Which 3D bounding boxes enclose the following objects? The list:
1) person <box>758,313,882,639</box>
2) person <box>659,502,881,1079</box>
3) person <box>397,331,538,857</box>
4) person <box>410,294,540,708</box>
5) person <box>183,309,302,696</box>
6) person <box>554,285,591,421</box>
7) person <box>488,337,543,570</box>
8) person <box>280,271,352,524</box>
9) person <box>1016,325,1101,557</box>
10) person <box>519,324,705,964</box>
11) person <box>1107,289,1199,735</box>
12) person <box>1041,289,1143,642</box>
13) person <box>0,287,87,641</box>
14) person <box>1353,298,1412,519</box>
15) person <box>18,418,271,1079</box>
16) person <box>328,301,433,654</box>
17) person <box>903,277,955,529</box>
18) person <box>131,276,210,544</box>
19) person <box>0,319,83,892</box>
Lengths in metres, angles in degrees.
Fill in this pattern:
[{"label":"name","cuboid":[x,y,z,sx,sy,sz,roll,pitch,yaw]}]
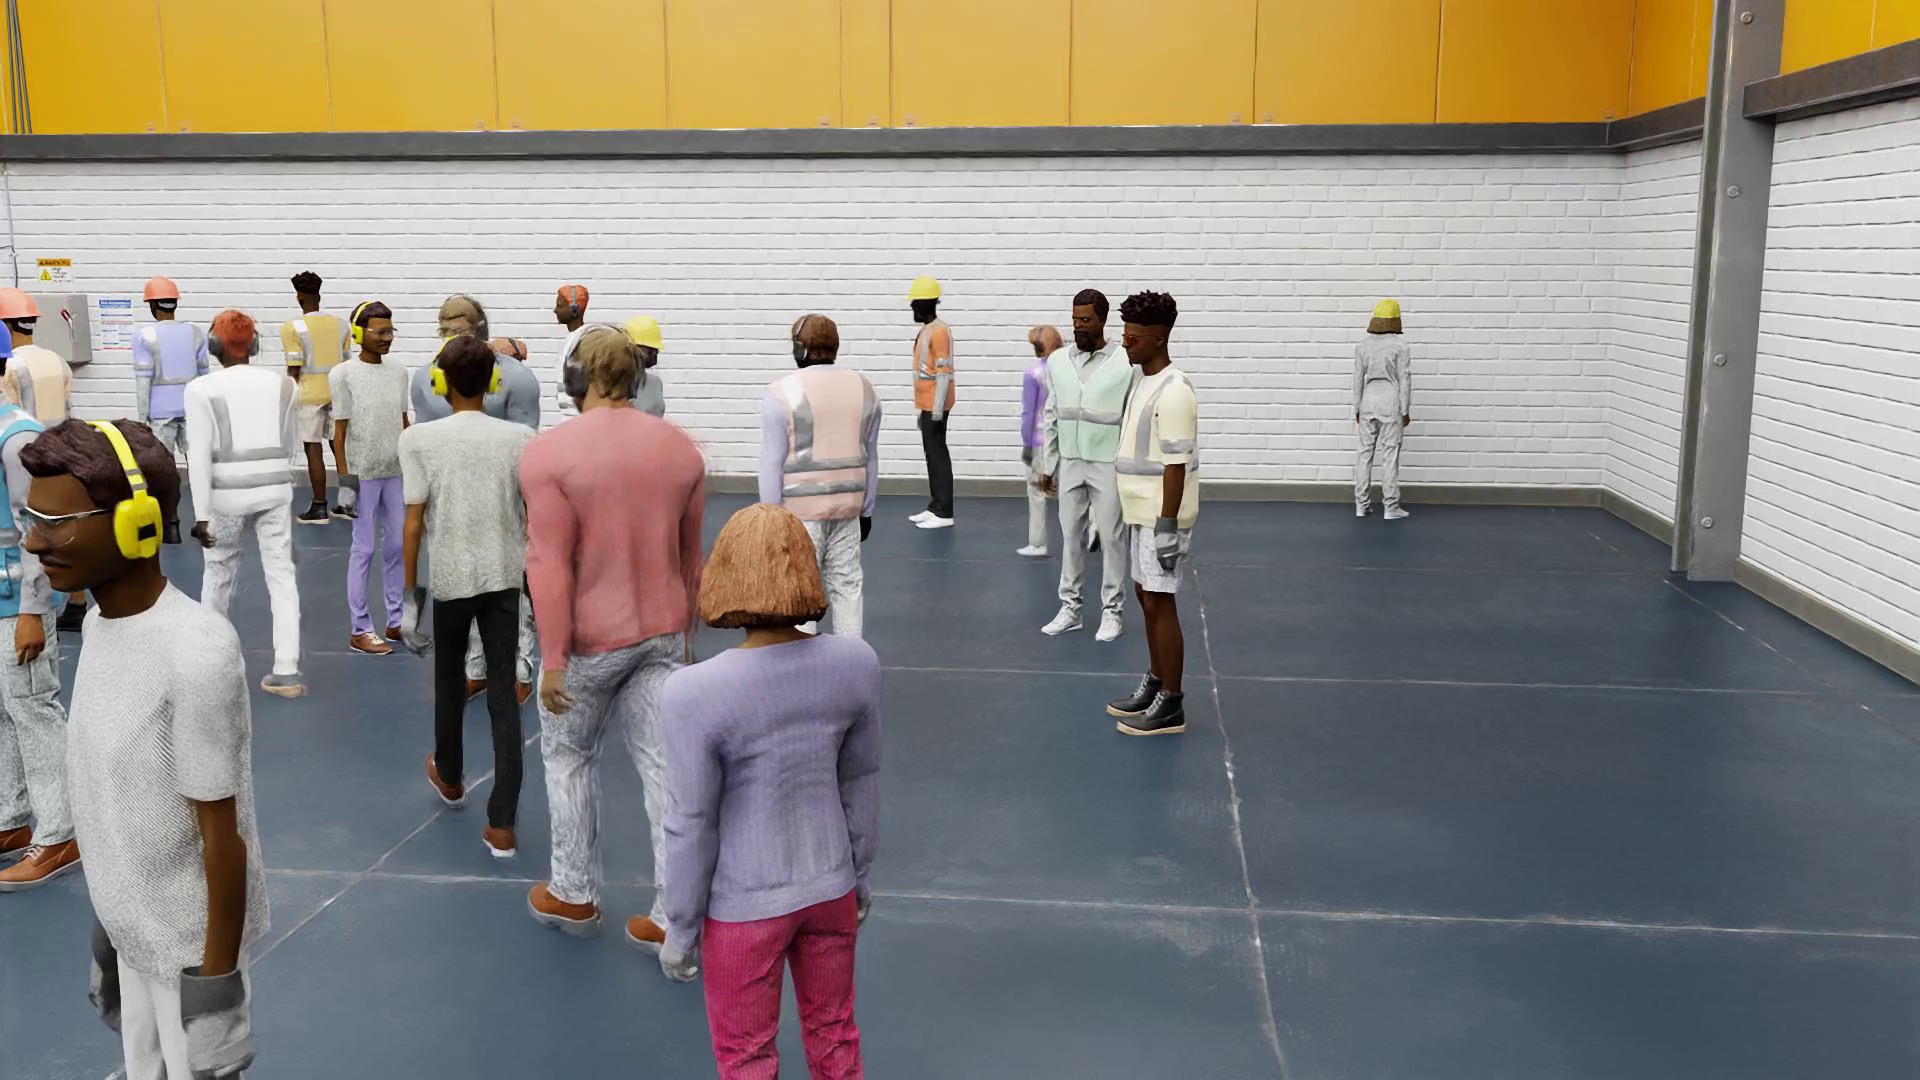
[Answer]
[{"label":"person","cuboid":[-0.664,-0.131,7.768,0.630,1.838,0.429,-7,12,-37]},{"label":"person","cuboid":[-0.377,0.737,3.360,0.500,1.633,0.282,-8,13,-39]},{"label":"person","cuboid":[-1.780,0.164,6.060,0.561,1.826,0.949,-5,11,-24]},{"label":"person","cuboid":[-2.245,-0.172,7.736,0.634,1.929,0.387,2,10,11]},{"label":"person","cuboid":[-3.504,-0.194,8.104,0.573,1.829,1.008,-10,14,-43]},{"label":"person","cuboid":[-2.663,-0.839,11.672,0.362,1.882,0.575,-4,11,-19]},{"label":"person","cuboid":[-2.603,-0.345,9.568,0.508,1.629,0.318,4,11,23]},{"label":"person","cuboid":[-5.001,-1.106,12.961,0.365,1.963,0.610,6,12,31]},{"label":"person","cuboid":[0.676,-0.660,11.405,0.597,1.618,0.513,10,14,44]},{"label":"person","cuboid":[-1.069,0.302,5.086,0.641,1.897,0.830,-9,13,-42]},{"label":"person","cuboid":[0.859,-0.119,7.341,0.374,1.958,0.606,-1,10,-6]},{"label":"person","cuboid":[0.729,-0.410,9.110,0.597,1.916,0.370,6,12,30]},{"label":"person","cuboid":[-5.065,-0.404,9.069,0.398,1.929,0.539,1,10,7]},{"label":"person","cuboid":[3.362,-1.042,13.227,0.483,1.745,0.305,9,13,41]},{"label":"person","cuboid":[-1.352,0.717,2.834,0.511,1.862,0.324,10,14,44]},{"label":"person","cuboid":[-3.079,-0.326,8.811,0.327,1.859,0.510,6,11,30]},{"label":"person","cuboid":[-0.236,-1.040,12.731,0.394,1.920,0.623,-2,10,-11]},{"label":"person","cuboid":[-5.734,-0.941,12.096,0.364,1.934,0.552,8,12,37]},{"label":"person","cuboid":[-3.231,0.190,5.581,0.605,1.951,0.381,6,12,32]}]
